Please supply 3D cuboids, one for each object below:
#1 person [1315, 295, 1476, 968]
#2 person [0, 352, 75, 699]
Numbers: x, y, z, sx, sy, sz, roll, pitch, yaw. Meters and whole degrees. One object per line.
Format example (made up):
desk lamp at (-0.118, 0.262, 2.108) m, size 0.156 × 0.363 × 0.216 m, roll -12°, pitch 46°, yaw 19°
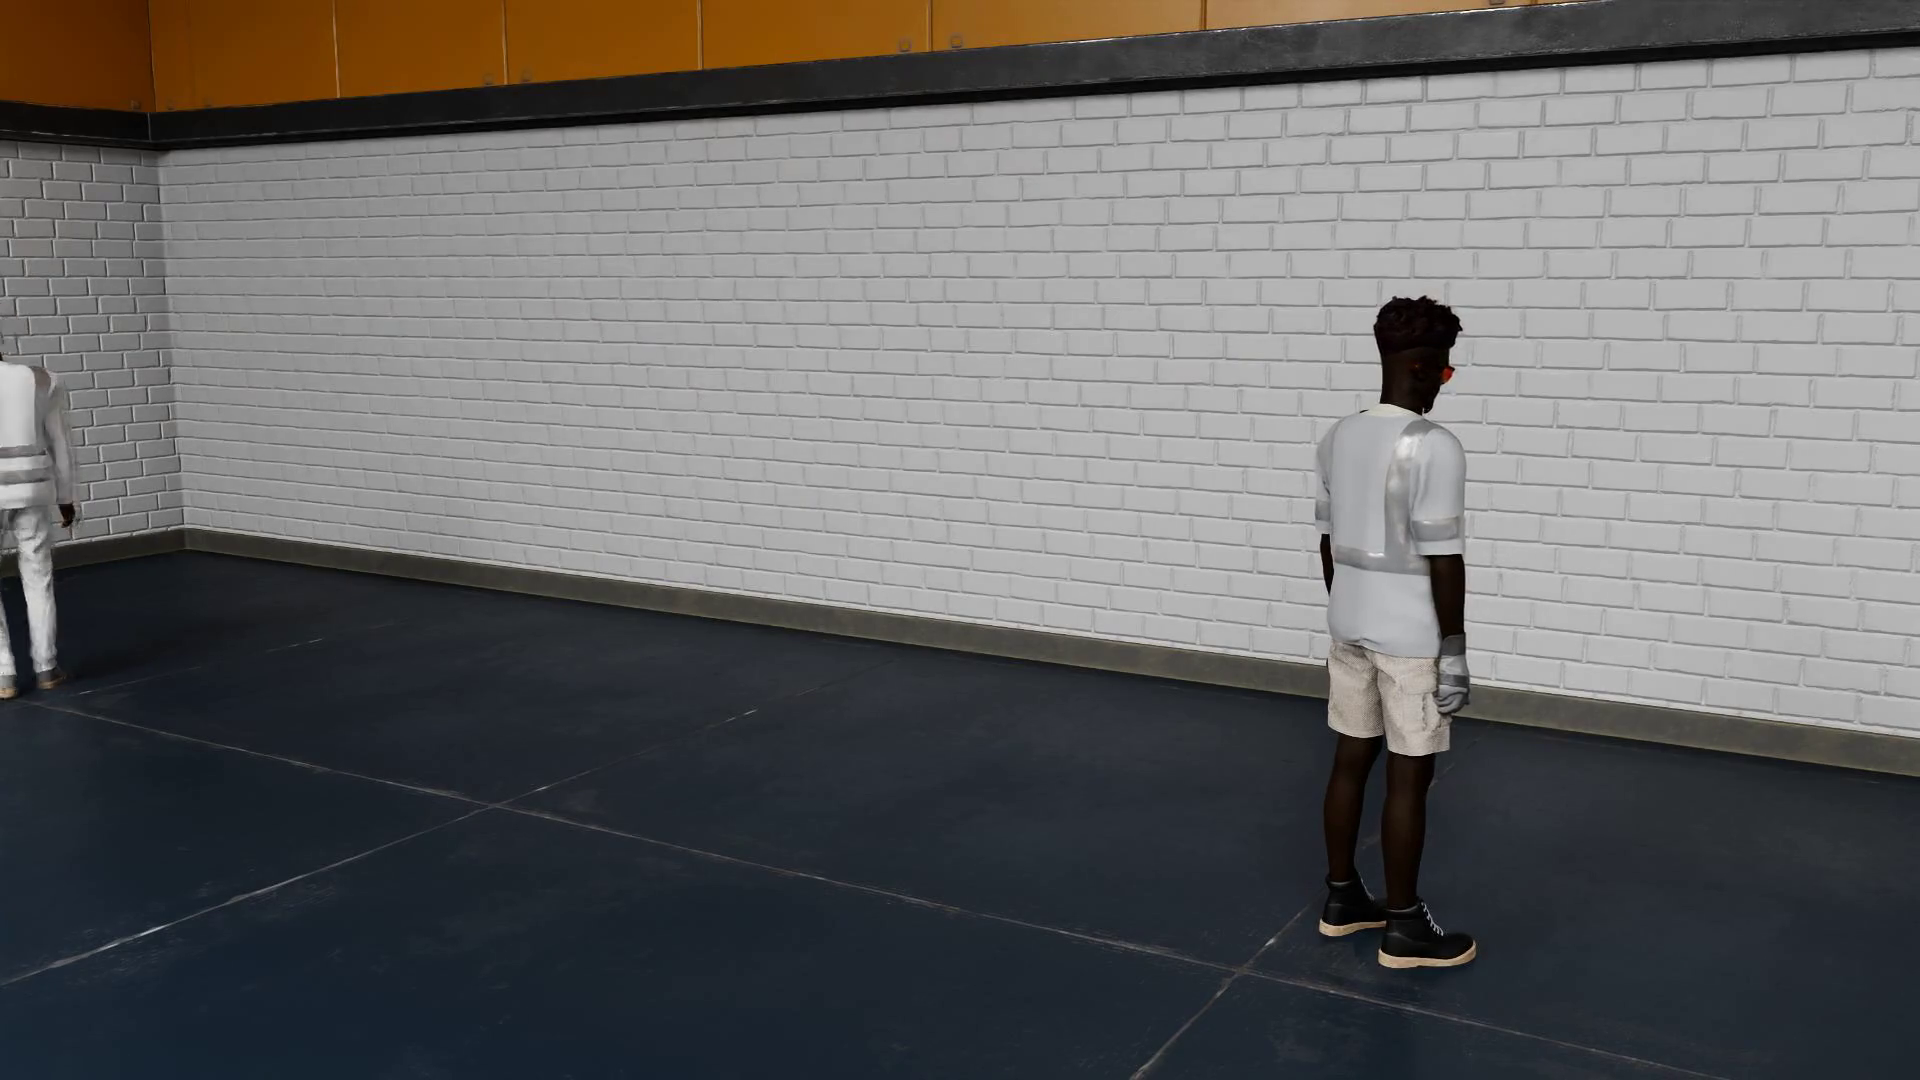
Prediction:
person at (1.286, 0.267, 4.901) m, size 0.368 × 1.961 × 0.603 m, roll -4°, pitch 10°, yaw -24°
person at (-4.551, -0.172, 7.942) m, size 0.410 × 1.866 × 0.647 m, roll 8°, pitch 12°, yaw 41°
